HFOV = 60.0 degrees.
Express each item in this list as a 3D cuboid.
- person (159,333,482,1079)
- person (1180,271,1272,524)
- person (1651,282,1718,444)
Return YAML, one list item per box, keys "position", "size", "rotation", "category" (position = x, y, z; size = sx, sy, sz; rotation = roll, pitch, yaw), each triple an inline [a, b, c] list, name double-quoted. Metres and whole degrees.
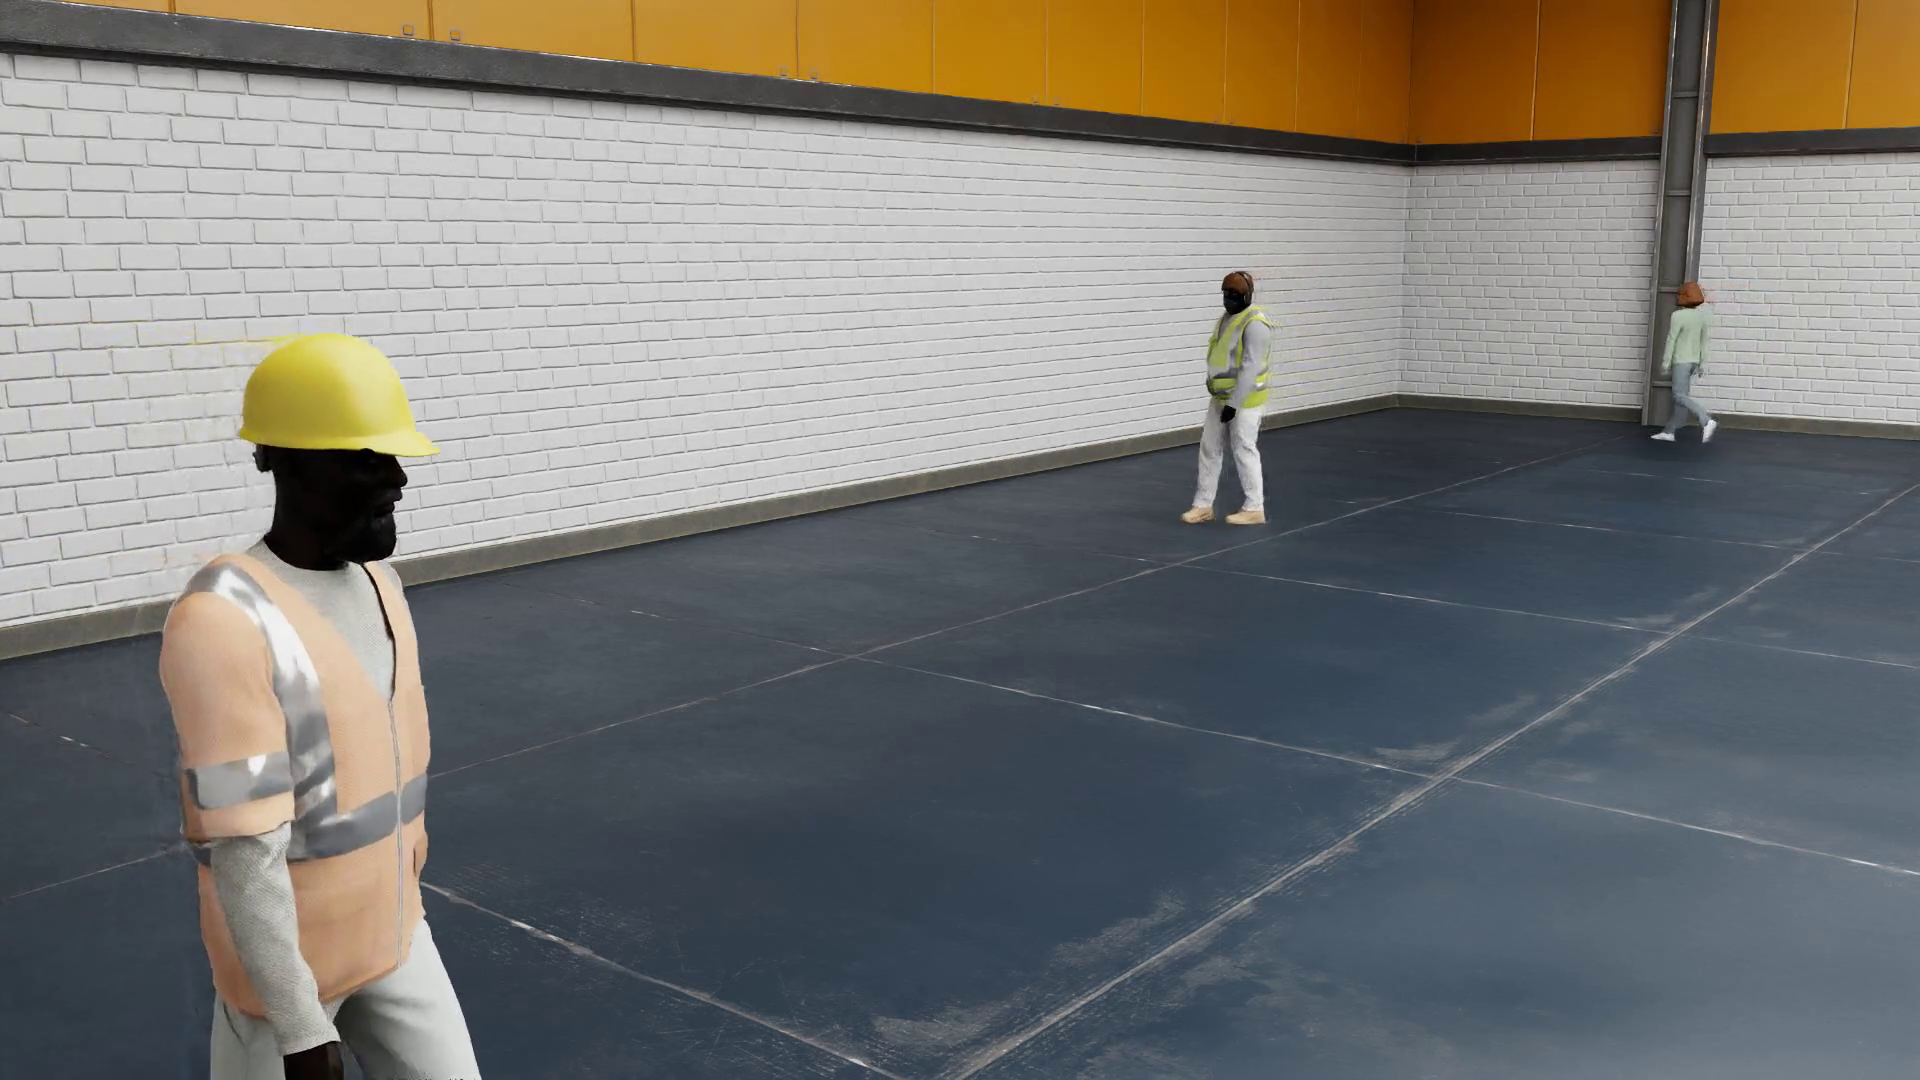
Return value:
- position: [-1.046, 0.614, 2.659]
  size: [0.961, 1.889, 0.597]
  rotation: [2, 10, 12]
  category: "person"
- position: [1.938, -0.982, 11.723]
  size: [0.600, 1.810, 0.652]
  rotation: [-3, 11, -17]
  category: "person"
- position: [7.264, -1.759, 16.571]
  size: [0.502, 1.610, 0.719]
  rotation: [-7, 12, -34]
  category: "person"
